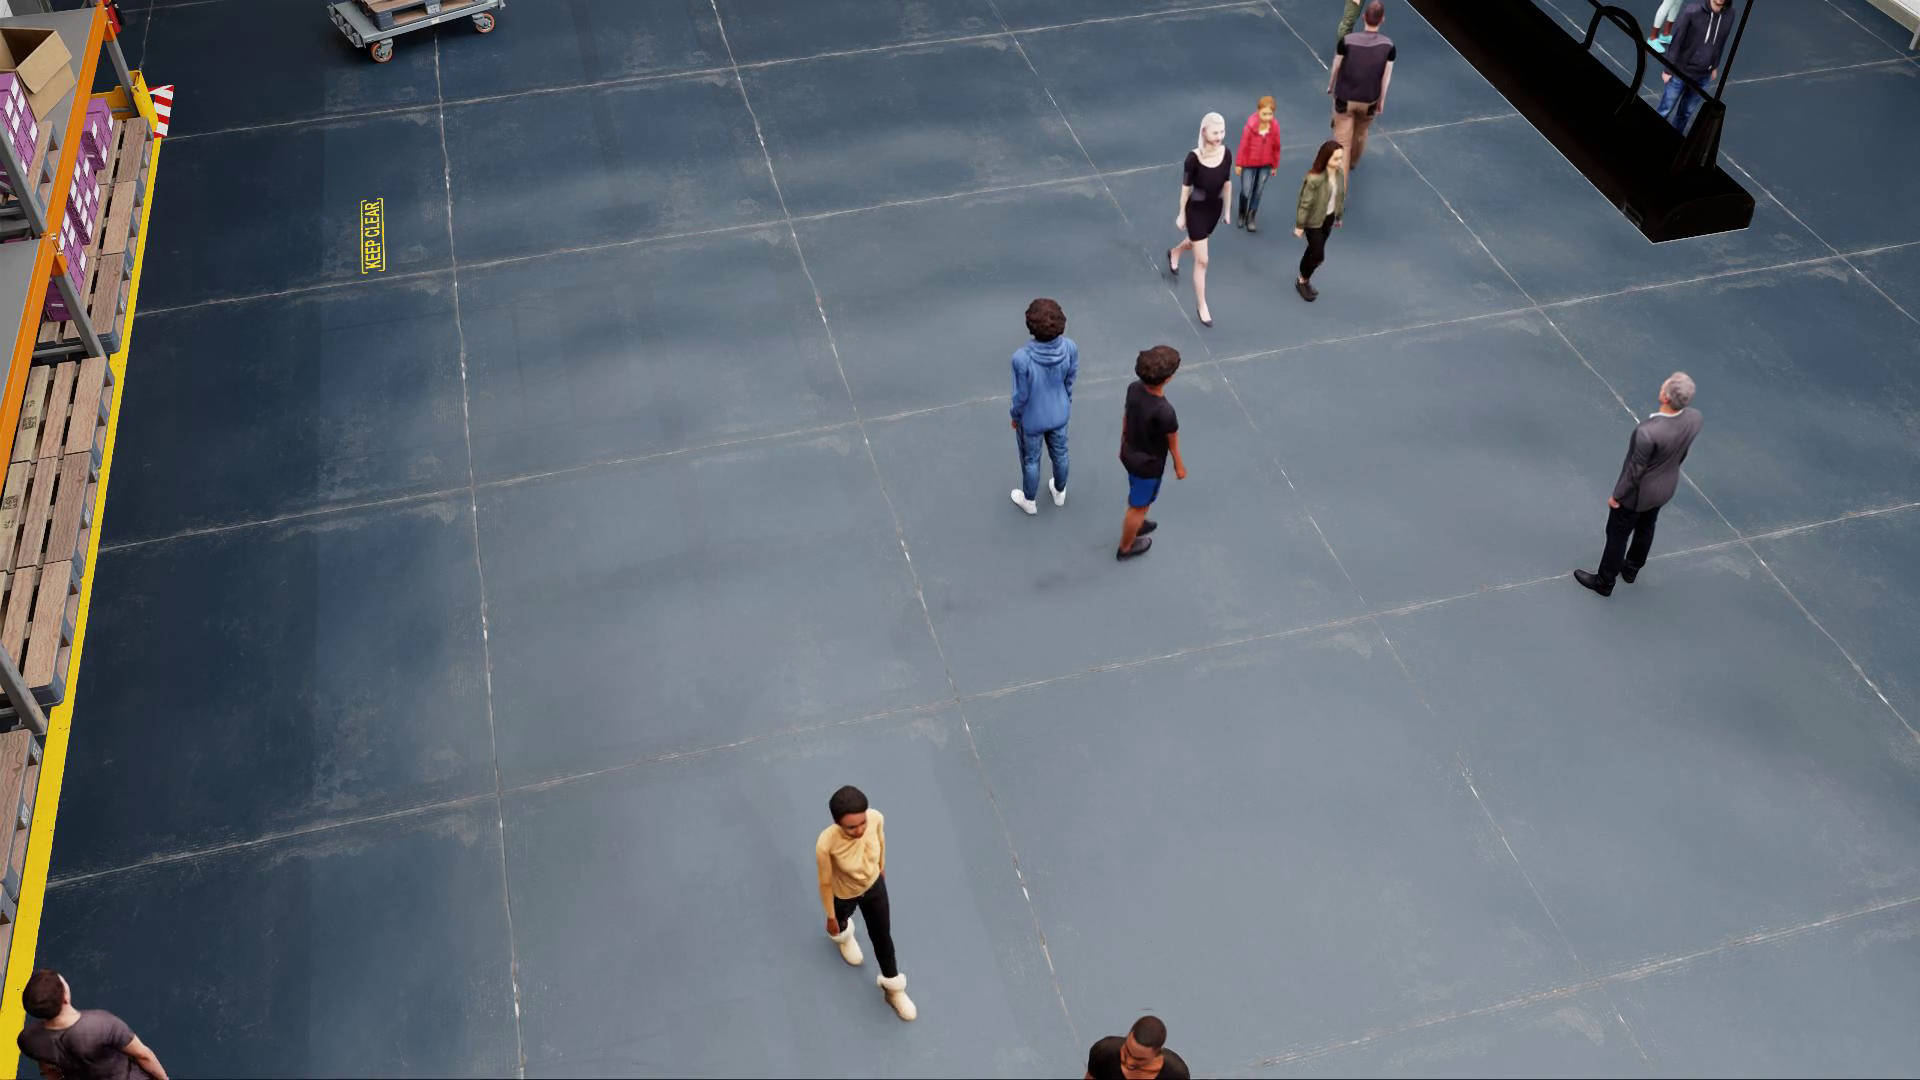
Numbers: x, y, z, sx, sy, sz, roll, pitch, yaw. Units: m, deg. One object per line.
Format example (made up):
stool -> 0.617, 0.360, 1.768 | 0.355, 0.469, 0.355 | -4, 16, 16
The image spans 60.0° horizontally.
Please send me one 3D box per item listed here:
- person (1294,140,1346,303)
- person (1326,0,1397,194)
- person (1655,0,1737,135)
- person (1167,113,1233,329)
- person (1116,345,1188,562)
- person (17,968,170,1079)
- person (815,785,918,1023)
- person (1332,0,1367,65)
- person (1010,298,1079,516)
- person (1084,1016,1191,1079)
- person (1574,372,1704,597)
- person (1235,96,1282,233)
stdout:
person -> 2.954, -2.706, 13.944 | 0.690, 1.470, 0.694 | -28, 50, -26
person -> 3.559, -3.920, 14.982 | 0.944, 1.796, 1.294 | 3, 44, 3
person -> 6.761, -4.360, 15.373 | 0.714, 1.892, 0.624 | -4, 44, -4
person -> 1.956, -2.727, 13.731 | 0.729, 1.793, 1.198 | -18, 47, -18
person -> 1.198, -0.535, 11.439 | 0.727, 1.780, 0.661 | -21, 47, -20
person -> -4.091, 2.697, 8.010 | 0.740, 1.831, 1.062 | -6, 44, -6
person -> -0.617, 1.837, 9.063 | 0.781, 1.624, 1.088 | -22, 48, -21
person -> 4.043, -5.625, 16.874 | 0.726, 1.654, 0.654 | 18, 47, 18
person -> 0.592, -0.938, 11.840 | 0.686, 1.811, 0.583 | -15, 46, -15
person -> 0.826, 2.774, 7.949 | 0.718, 1.803, 0.716 | 11, 45, 12
person -> 4.621, -0.379, 11.231 | 0.762, 1.841, 0.692 | -21, 47, -20
person -> 2.619, -3.367, 14.753 | 0.568, 1.310, 0.558 | -2, 44, -2
